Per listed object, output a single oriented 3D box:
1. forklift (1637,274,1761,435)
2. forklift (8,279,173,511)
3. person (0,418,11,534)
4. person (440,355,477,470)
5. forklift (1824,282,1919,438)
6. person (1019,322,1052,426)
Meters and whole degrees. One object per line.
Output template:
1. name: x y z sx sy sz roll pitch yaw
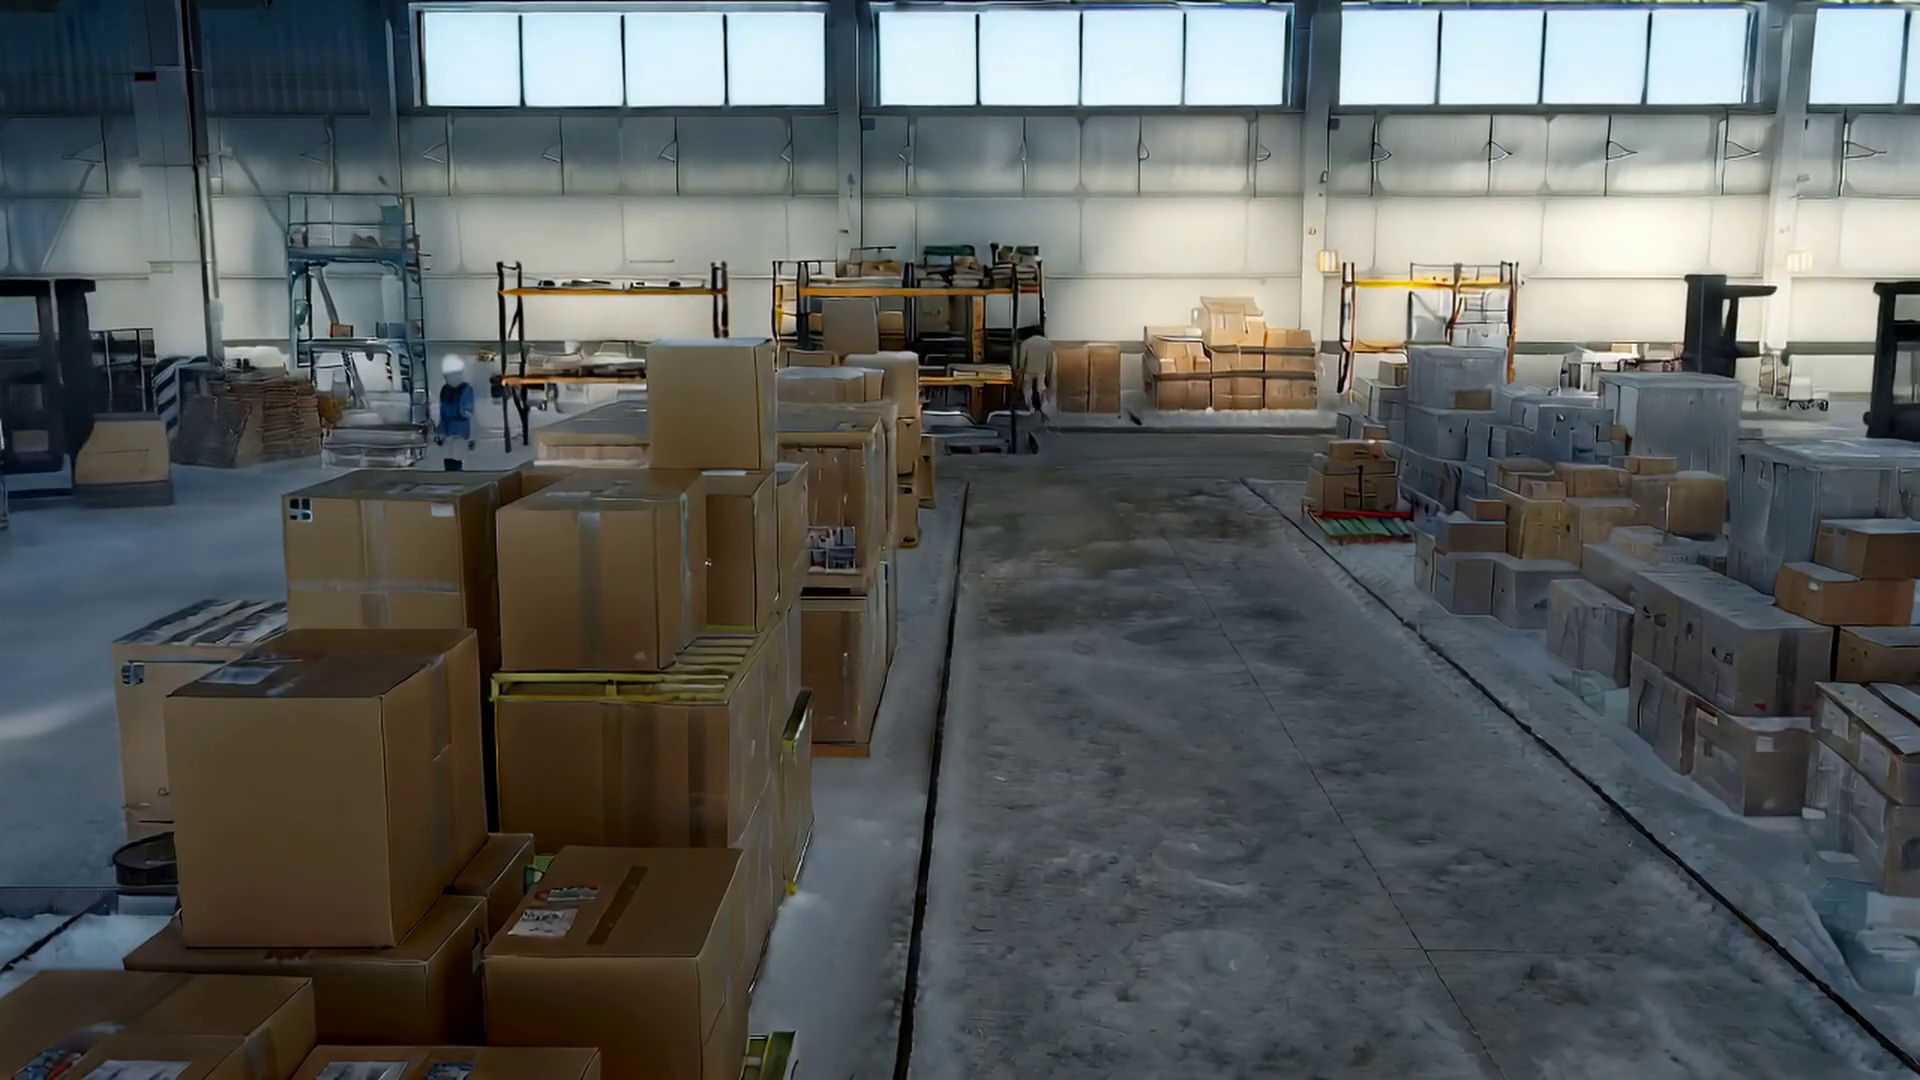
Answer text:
1. forklift: 13.001 -3.274 29.249 1.873 2.768 1.129 0 9 1
2. forklift: -10.931 -1.845 20.689 1.873 2.768 1.129 -4 10 -25
3. person: -10.890 -0.998 18.619 0.343 1.880 0.580 -3 10 -19
4. person: -6.113 -1.318 20.396 0.568 1.919 0.578 6 11 32
5. forklift: 10.309 -1.391 17.968 1.129 2.768 1.873 0 9 0
6. person: 1.390 -3.079 30.912 0.653 1.934 0.447 -2 10 -12
